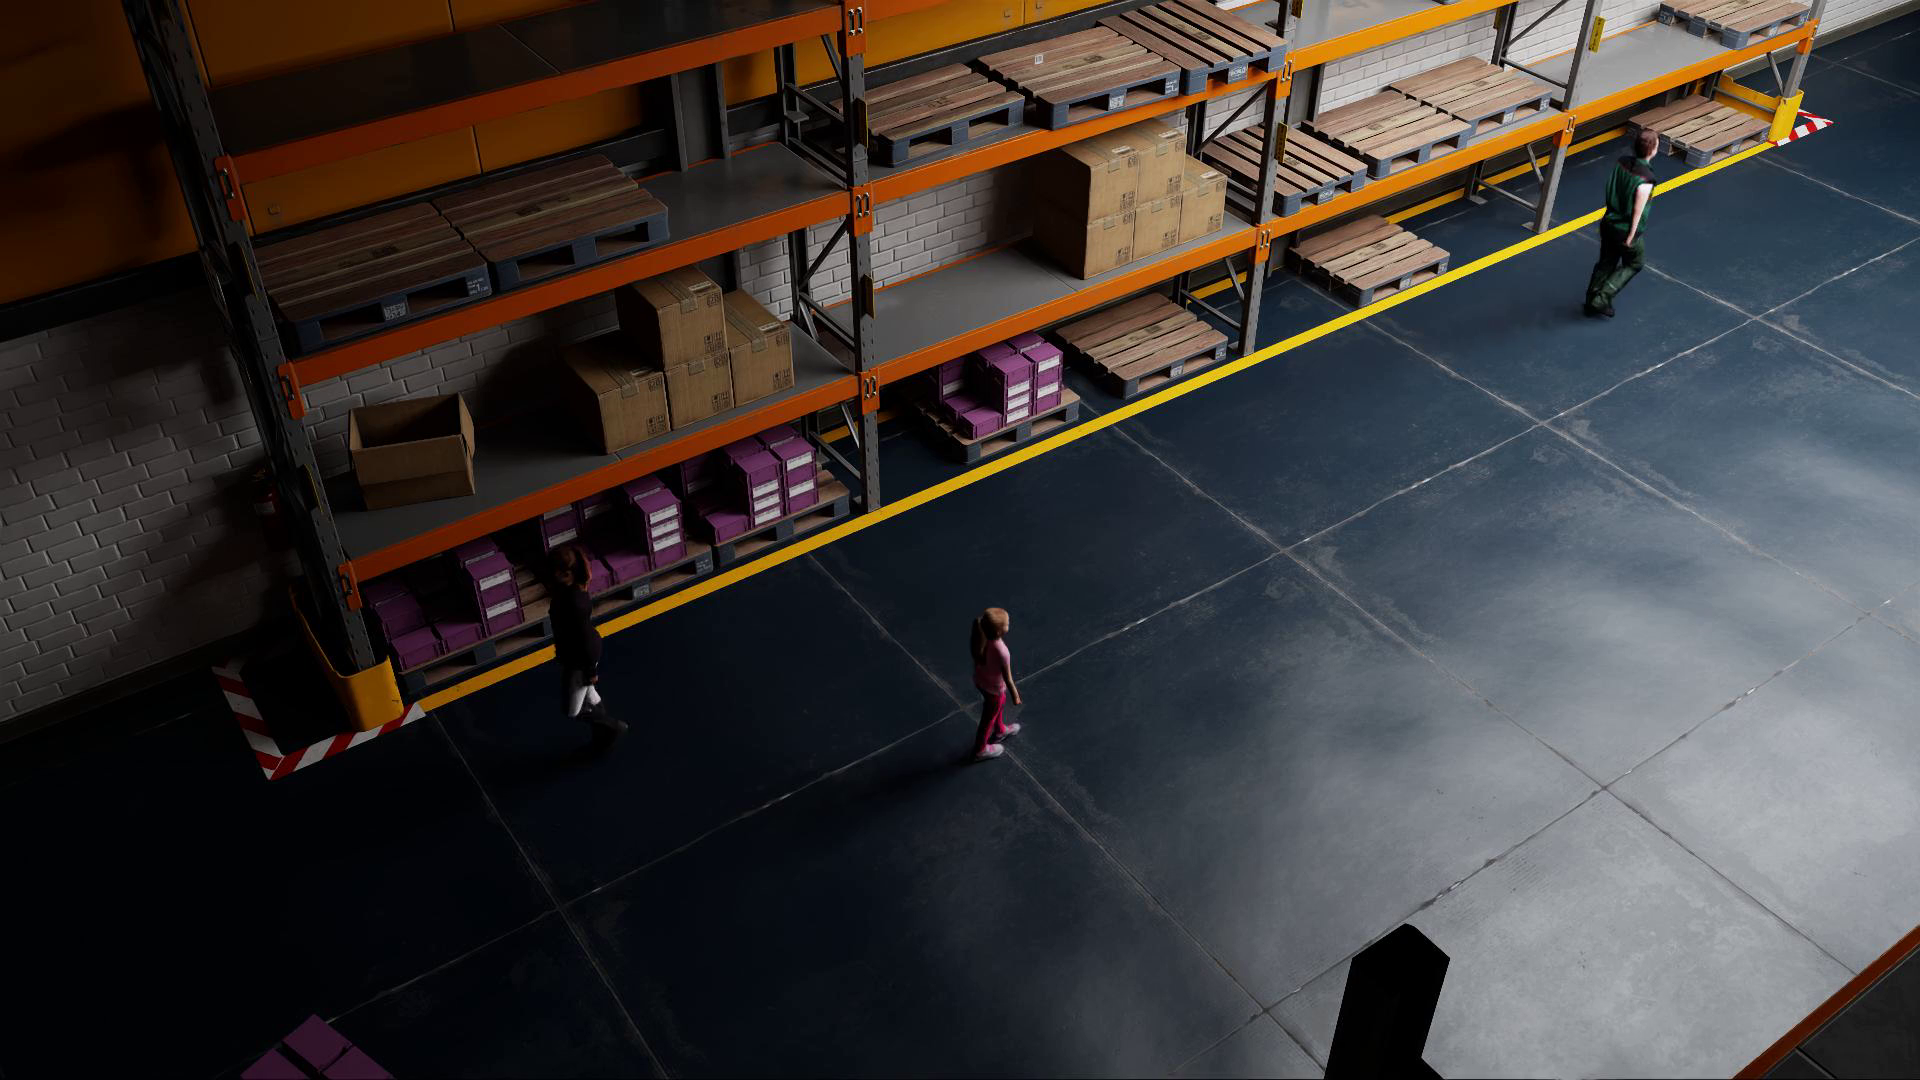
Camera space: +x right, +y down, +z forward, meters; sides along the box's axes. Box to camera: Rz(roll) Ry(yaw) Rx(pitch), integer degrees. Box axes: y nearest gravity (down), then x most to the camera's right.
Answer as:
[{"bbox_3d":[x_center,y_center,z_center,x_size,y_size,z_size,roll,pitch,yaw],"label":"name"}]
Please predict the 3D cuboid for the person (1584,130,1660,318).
[{"bbox_3d":[5.880,-2.804,14.917,0.732,1.831,0.716,-15,41,-18],"label":"person"}]

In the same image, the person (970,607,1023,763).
[{"bbox_3d":[0.149,0.945,10.677,0.667,1.264,0.552,-19,42,-22],"label":"person"}]

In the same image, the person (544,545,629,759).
[{"bbox_3d":[-2.336,0.726,10.583,0.669,1.723,0.627,-17,42,-20],"label":"person"}]
